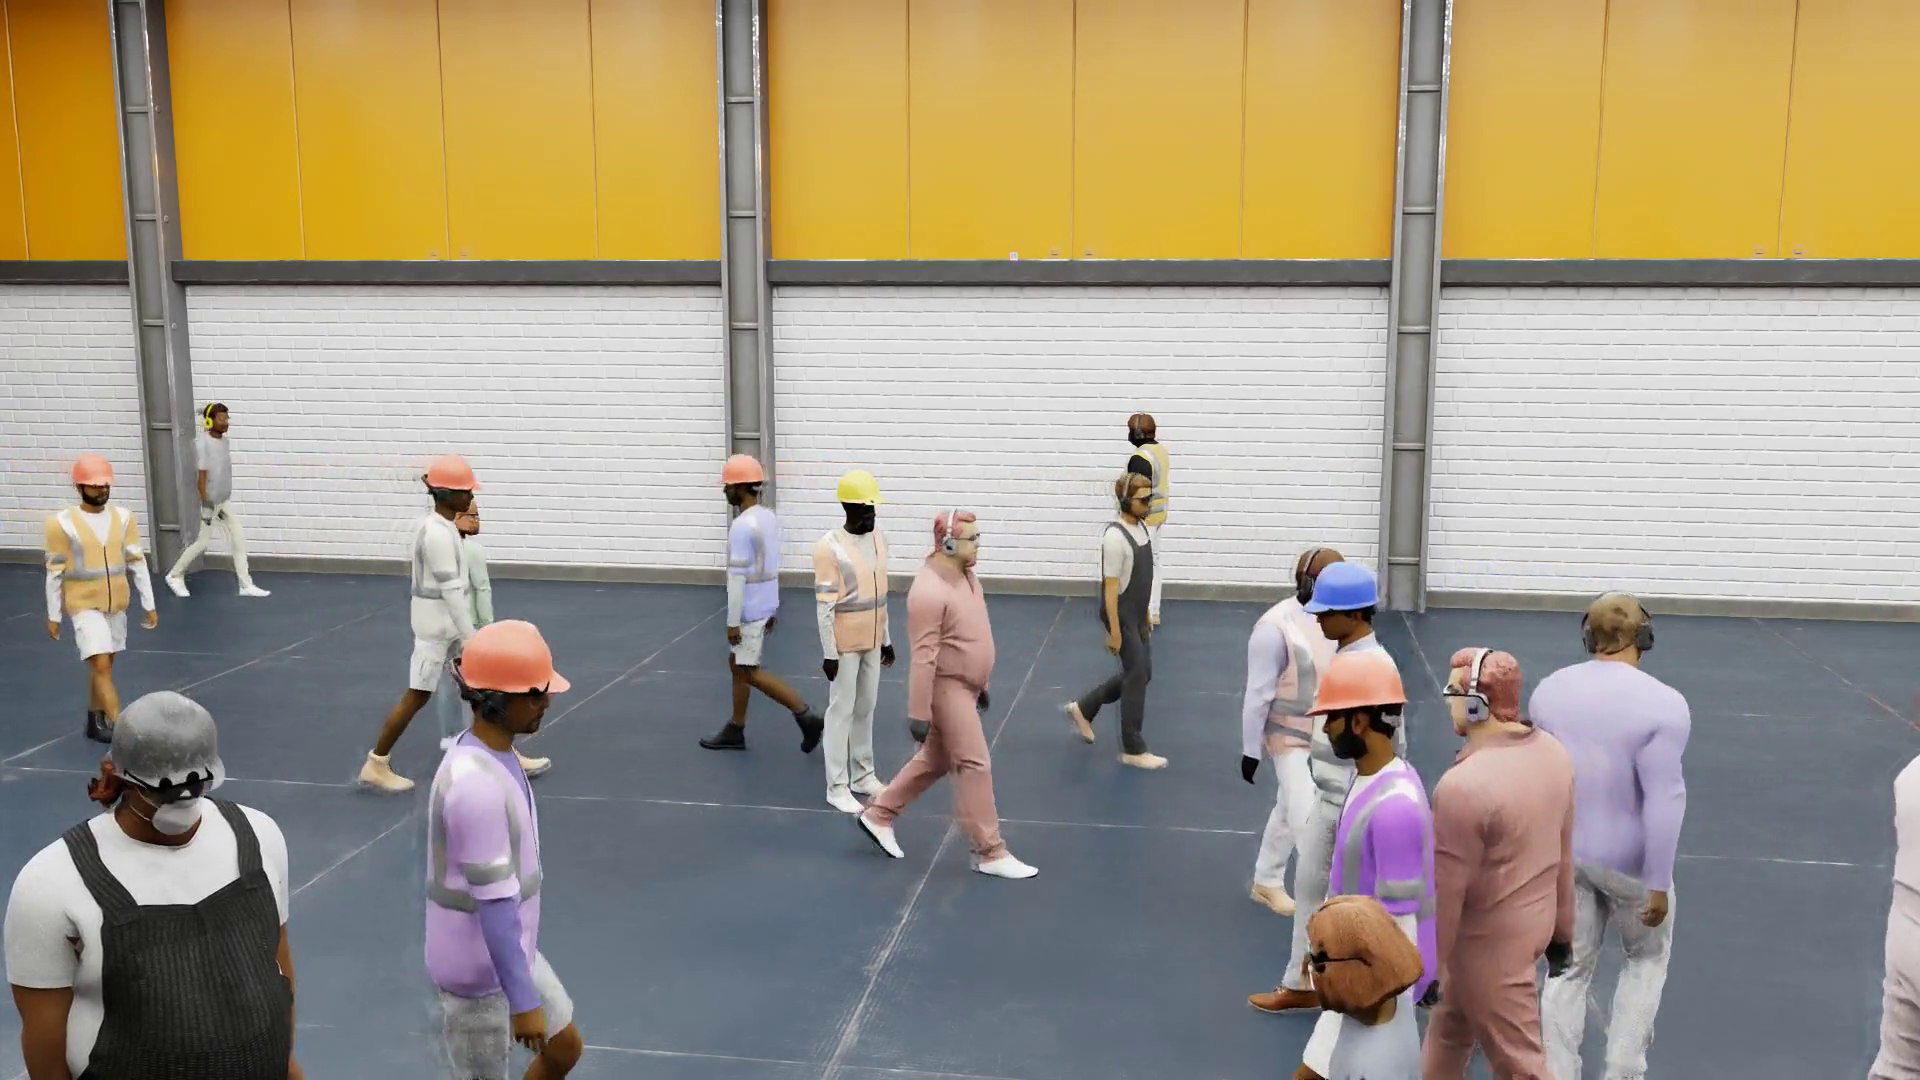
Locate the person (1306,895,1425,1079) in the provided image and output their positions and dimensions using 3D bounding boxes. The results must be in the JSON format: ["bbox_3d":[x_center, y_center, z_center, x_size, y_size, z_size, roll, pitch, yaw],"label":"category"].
[{"bbox_3d":[0.908,1.604,3.971,0.871,1.579,0.515,2,10,14],"label":"person"}]

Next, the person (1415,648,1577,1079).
[{"bbox_3d":[1.721,1.264,5.322,1.017,1.852,0.648,9,13,43],"label":"person"}]

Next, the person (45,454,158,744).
[{"bbox_3d":[-5.343,0.409,10.438,0.989,1.884,0.569,6,11,34],"label":"person"}]

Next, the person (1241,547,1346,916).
[{"bbox_3d":[1.636,0.925,7.548,0.661,1.788,0.965,-7,11,-36],"label":"person"}]

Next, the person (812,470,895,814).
[{"bbox_3d":[-0.576,0.560,9.393,0.370,1.927,0.588,6,11,33],"label":"person"}]

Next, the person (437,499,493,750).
[{"bbox_3d":[-3.128,0.530,10.477,0.504,1.631,0.279,6,11,32],"label":"person"}]

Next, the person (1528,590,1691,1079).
[{"bbox_3d":[2.268,1.141,5.925,0.563,1.892,0.655,-7,12,-38],"label":"person"}]

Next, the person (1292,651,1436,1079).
[{"bbox_3d":[1.218,1.284,5.013,0.592,1.899,0.557,2,9,11],"label":"person"}]

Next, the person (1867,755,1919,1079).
[{"bbox_3d":[3.046,1.301,4.935,0.679,1.879,0.676,0,9,1],"label":"person"}]

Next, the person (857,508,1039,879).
[{"bbox_3d":[-0.089,0.754,8.377,0.949,1.871,0.647,2,10,15],"label":"person"}]

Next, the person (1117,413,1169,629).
[{"bbox_3d":[1.541,-0.157,14.081,0.429,1.839,0.633,4,10,21],"label":"person"}]

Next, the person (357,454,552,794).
[{"bbox_3d":[-3.013,0.491,9.647,1.084,1.989,0.610,-2,9,-11],"label":"person"}]

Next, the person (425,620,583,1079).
[{"bbox_3d":[-1.345,1.236,4.951,0.574,2.023,0.626,-1,9,-7],"label":"person"}]

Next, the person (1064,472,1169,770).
[{"bbox_3d":[0.973,0.482,10.193,0.638,1.825,0.525,4,10,24],"label":"person"}]

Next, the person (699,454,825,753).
[{"bbox_3d":[-1.227,0.418,10.345,0.833,1.911,0.556,2,9,11],"label":"person"}]

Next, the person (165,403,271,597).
[{"bbox_3d":[-6.964,-0.365,15.414,0.937,1.836,0.531,1,9,8],"label":"person"}]

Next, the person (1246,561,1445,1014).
[{"bbox_3d":[1.654,1.023,6.614,0.878,1.913,0.614,0,9,1],"label":"person"}]
